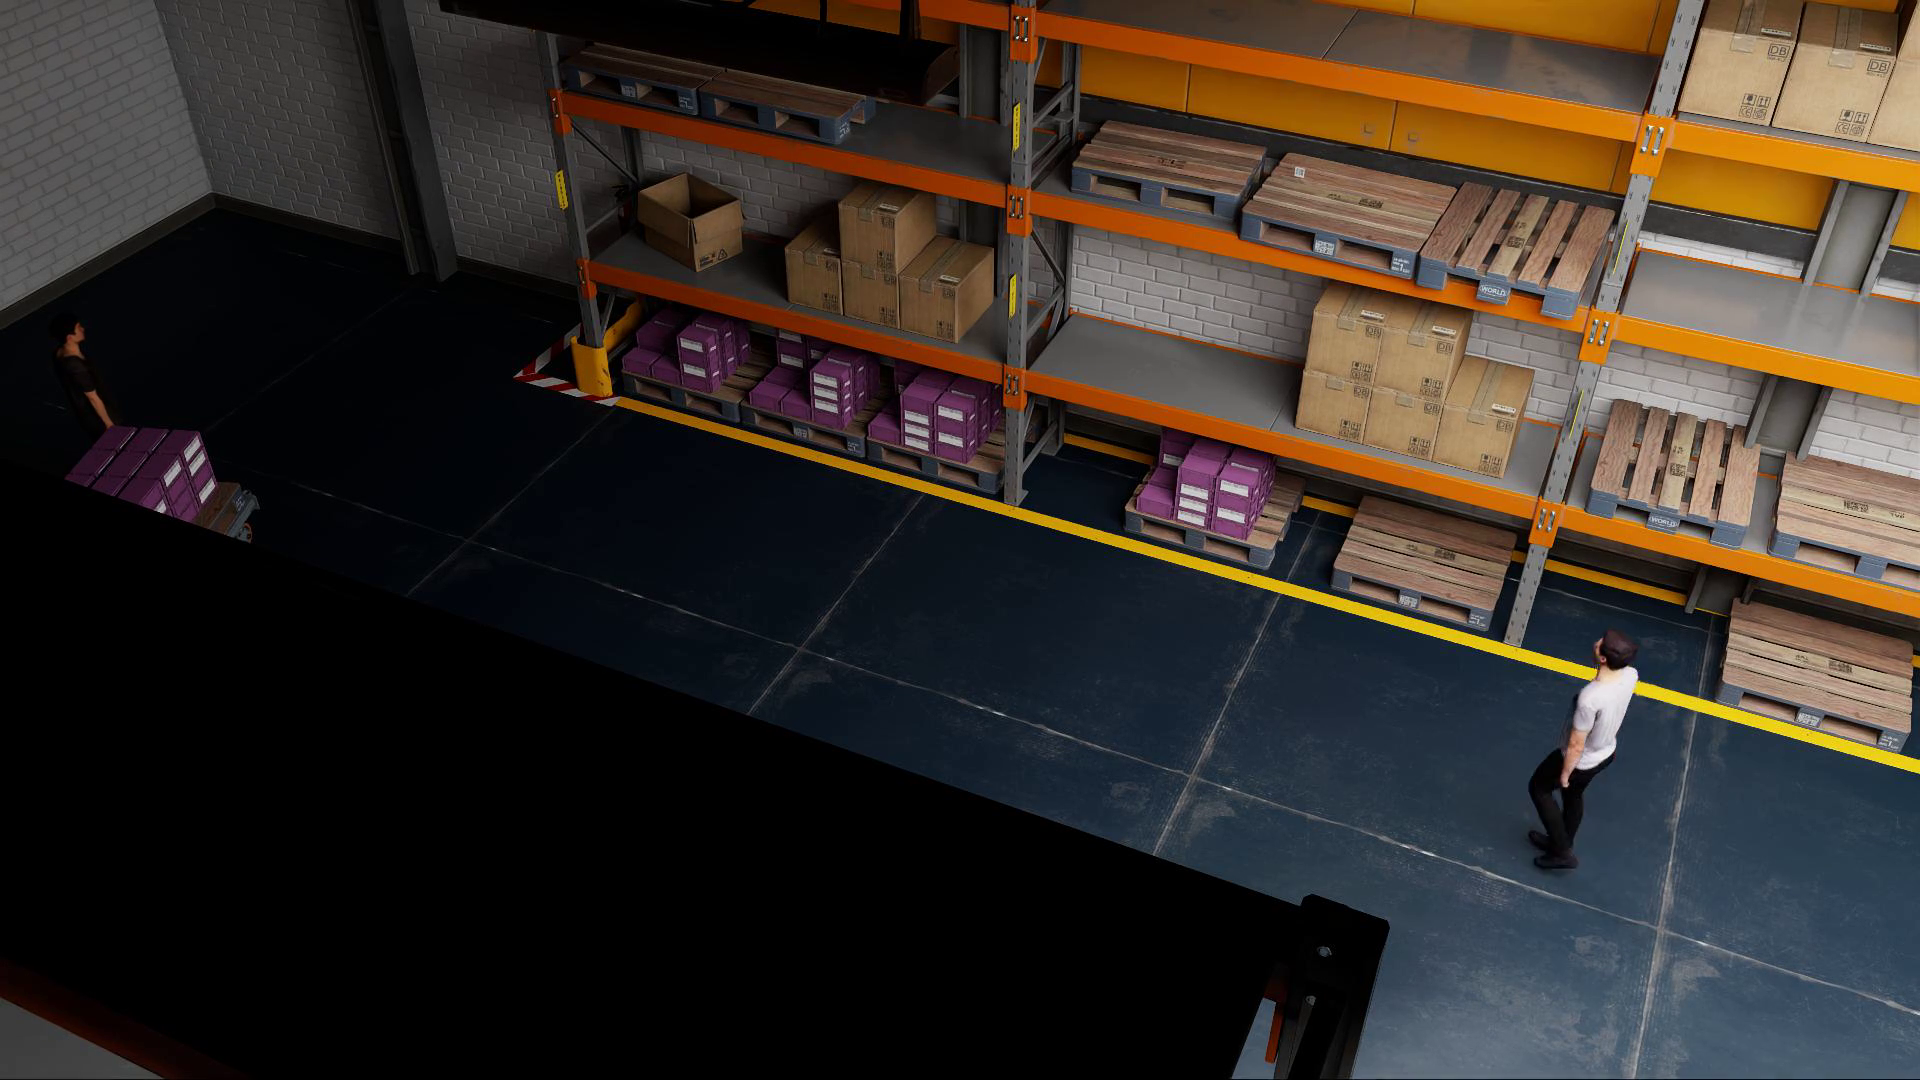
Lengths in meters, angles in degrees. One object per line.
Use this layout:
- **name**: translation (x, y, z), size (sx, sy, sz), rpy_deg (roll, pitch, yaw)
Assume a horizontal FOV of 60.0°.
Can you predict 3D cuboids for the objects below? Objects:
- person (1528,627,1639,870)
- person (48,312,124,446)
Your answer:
- **person**: translation (3.803, 1.332, 9.975), size (0.813, 1.849, 0.853), rpy_deg (-22, 44, -25)
- **person**: translation (-6.784, -1.011, 13.015), size (0.757, 1.716, 0.621), rpy_deg (-30, 47, -32)
